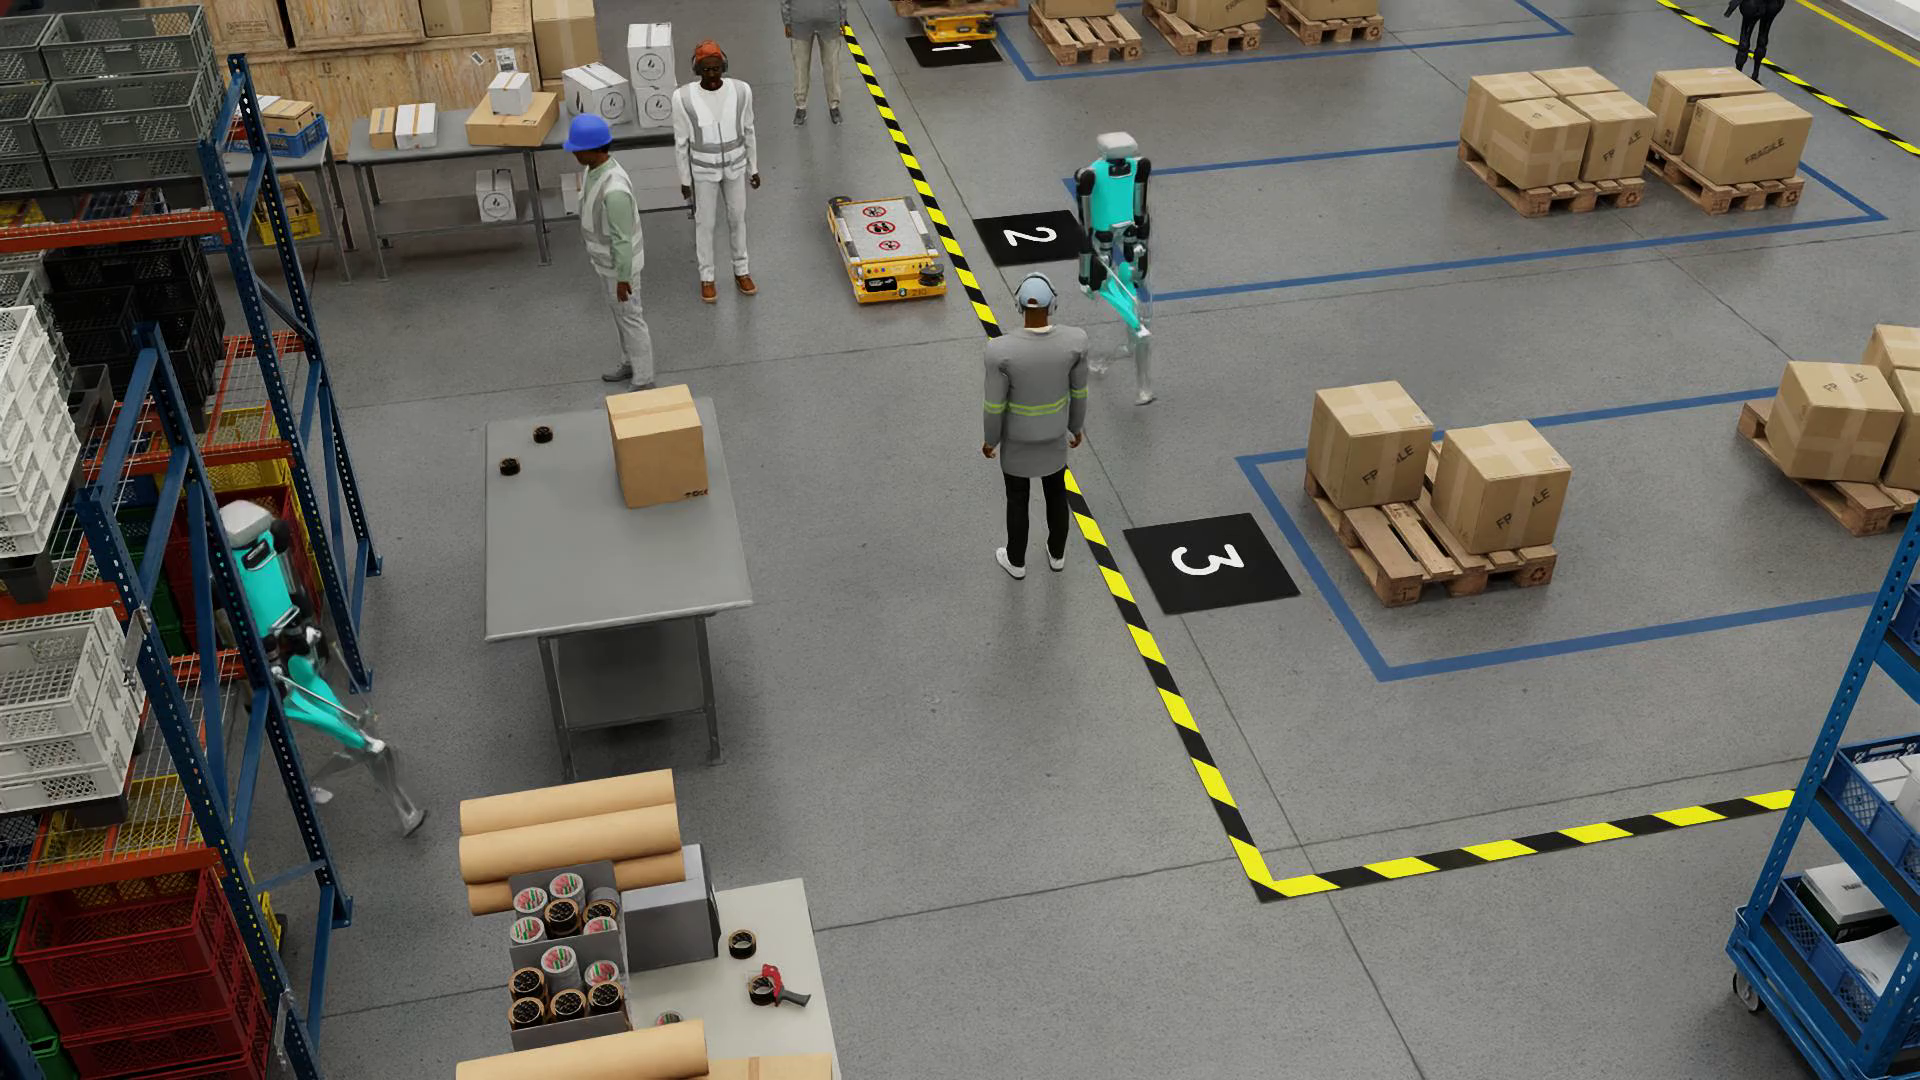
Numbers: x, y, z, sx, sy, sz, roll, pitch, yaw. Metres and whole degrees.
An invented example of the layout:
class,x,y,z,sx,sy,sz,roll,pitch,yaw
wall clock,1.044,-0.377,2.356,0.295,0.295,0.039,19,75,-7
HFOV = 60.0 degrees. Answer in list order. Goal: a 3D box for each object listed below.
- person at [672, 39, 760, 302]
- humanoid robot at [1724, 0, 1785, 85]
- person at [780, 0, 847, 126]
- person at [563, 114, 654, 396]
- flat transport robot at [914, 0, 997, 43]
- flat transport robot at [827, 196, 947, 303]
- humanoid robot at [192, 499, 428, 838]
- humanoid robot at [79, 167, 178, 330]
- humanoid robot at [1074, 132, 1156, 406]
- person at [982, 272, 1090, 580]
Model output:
class,x,y,z,sx,sy,sz,roll,pitch,yaw
person,-1.691,-2.582,11.671,0.578,1.882,0.343,-13,39,-17
humanoid robot,7.197,-4.893,14.937,0.599,1.657,0.315,-15,39,-19
person,-1.244,-4.434,14.255,0.572,1.767,0.399,-4,37,-5
person,-2.203,-1.779,10.548,0.414,1.940,0.605,-15,39,-19
flat transport robot,-0.111,-5.348,16.718,0.652,0.197,1.431,-8,37,-10
flat transport robot,-0.570,-2.220,12.538,0.659,0.231,1.431,-8,37,-10
humanoid robot,-2.804,0.648,7.484,1.004,1.778,0.531,10,38,14
humanoid robot,-5.472,-1.914,10.952,0.557,1.640,0.599,-14,39,-18
humanoid robot,1.118,-1.607,10.541,0.531,1.779,1.038,-18,40,-23
person,0.396,-0.615,9.054,0.593,1.849,0.393,-9,38,-12
